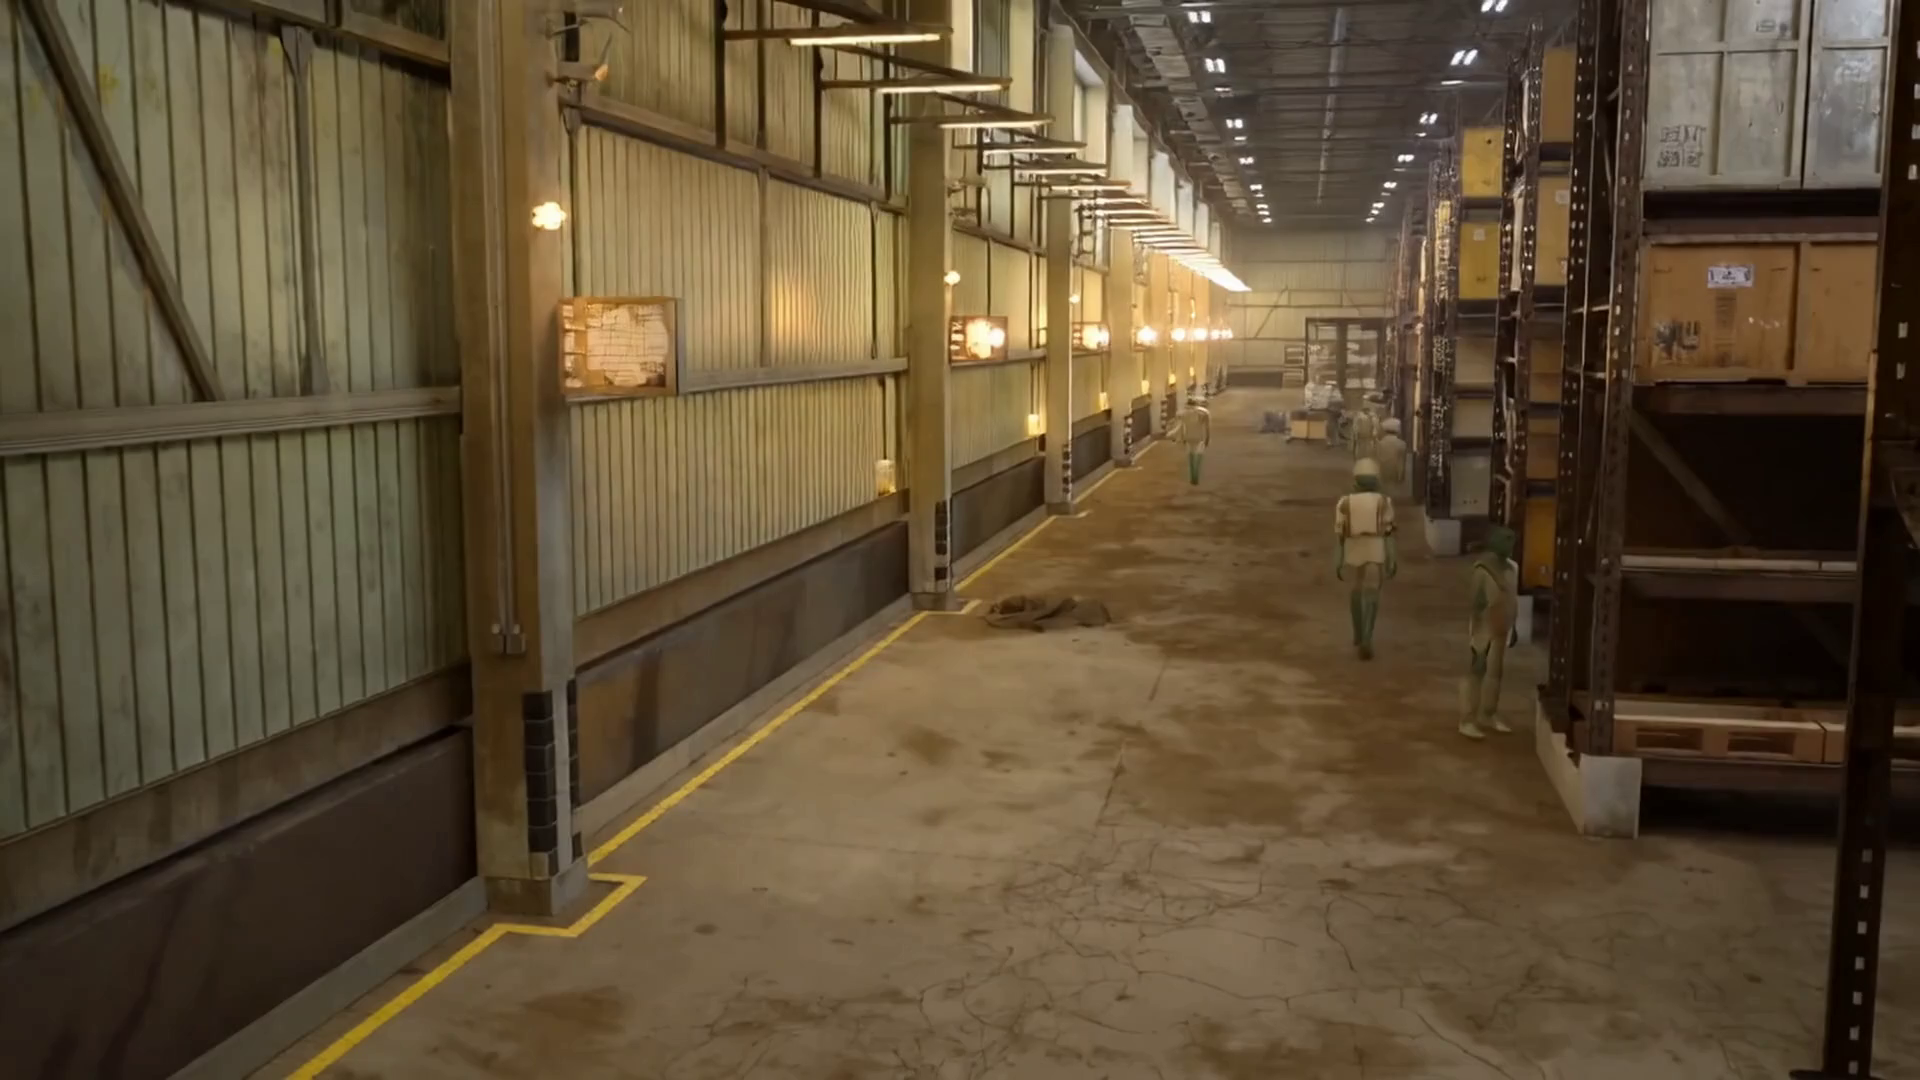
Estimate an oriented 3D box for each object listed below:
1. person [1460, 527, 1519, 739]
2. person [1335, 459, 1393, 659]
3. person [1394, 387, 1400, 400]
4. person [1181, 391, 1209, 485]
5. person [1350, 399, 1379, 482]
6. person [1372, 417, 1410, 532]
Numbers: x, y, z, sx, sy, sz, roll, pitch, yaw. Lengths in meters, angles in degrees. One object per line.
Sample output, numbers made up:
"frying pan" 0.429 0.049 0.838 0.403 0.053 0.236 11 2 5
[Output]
"person" 4.073 0.706 12.731 0.530 1.627 0.322 -5 9 -35
"person" 3.850 0.173 15.930 0.536 1.900 0.966 2 8 19
"person" 12.427 -3.599 46.765 0.346 1.735 0.485 -6 9 -38
"person" 4.770 -2.077 33.905 0.549 1.910 0.858 3 8 20
"person" 8.341 -2.035 34.305 0.562 1.710 0.741 2 7 14
"person" 6.580 -0.980 25.497 0.719 1.803 0.599 -6 9 -39
